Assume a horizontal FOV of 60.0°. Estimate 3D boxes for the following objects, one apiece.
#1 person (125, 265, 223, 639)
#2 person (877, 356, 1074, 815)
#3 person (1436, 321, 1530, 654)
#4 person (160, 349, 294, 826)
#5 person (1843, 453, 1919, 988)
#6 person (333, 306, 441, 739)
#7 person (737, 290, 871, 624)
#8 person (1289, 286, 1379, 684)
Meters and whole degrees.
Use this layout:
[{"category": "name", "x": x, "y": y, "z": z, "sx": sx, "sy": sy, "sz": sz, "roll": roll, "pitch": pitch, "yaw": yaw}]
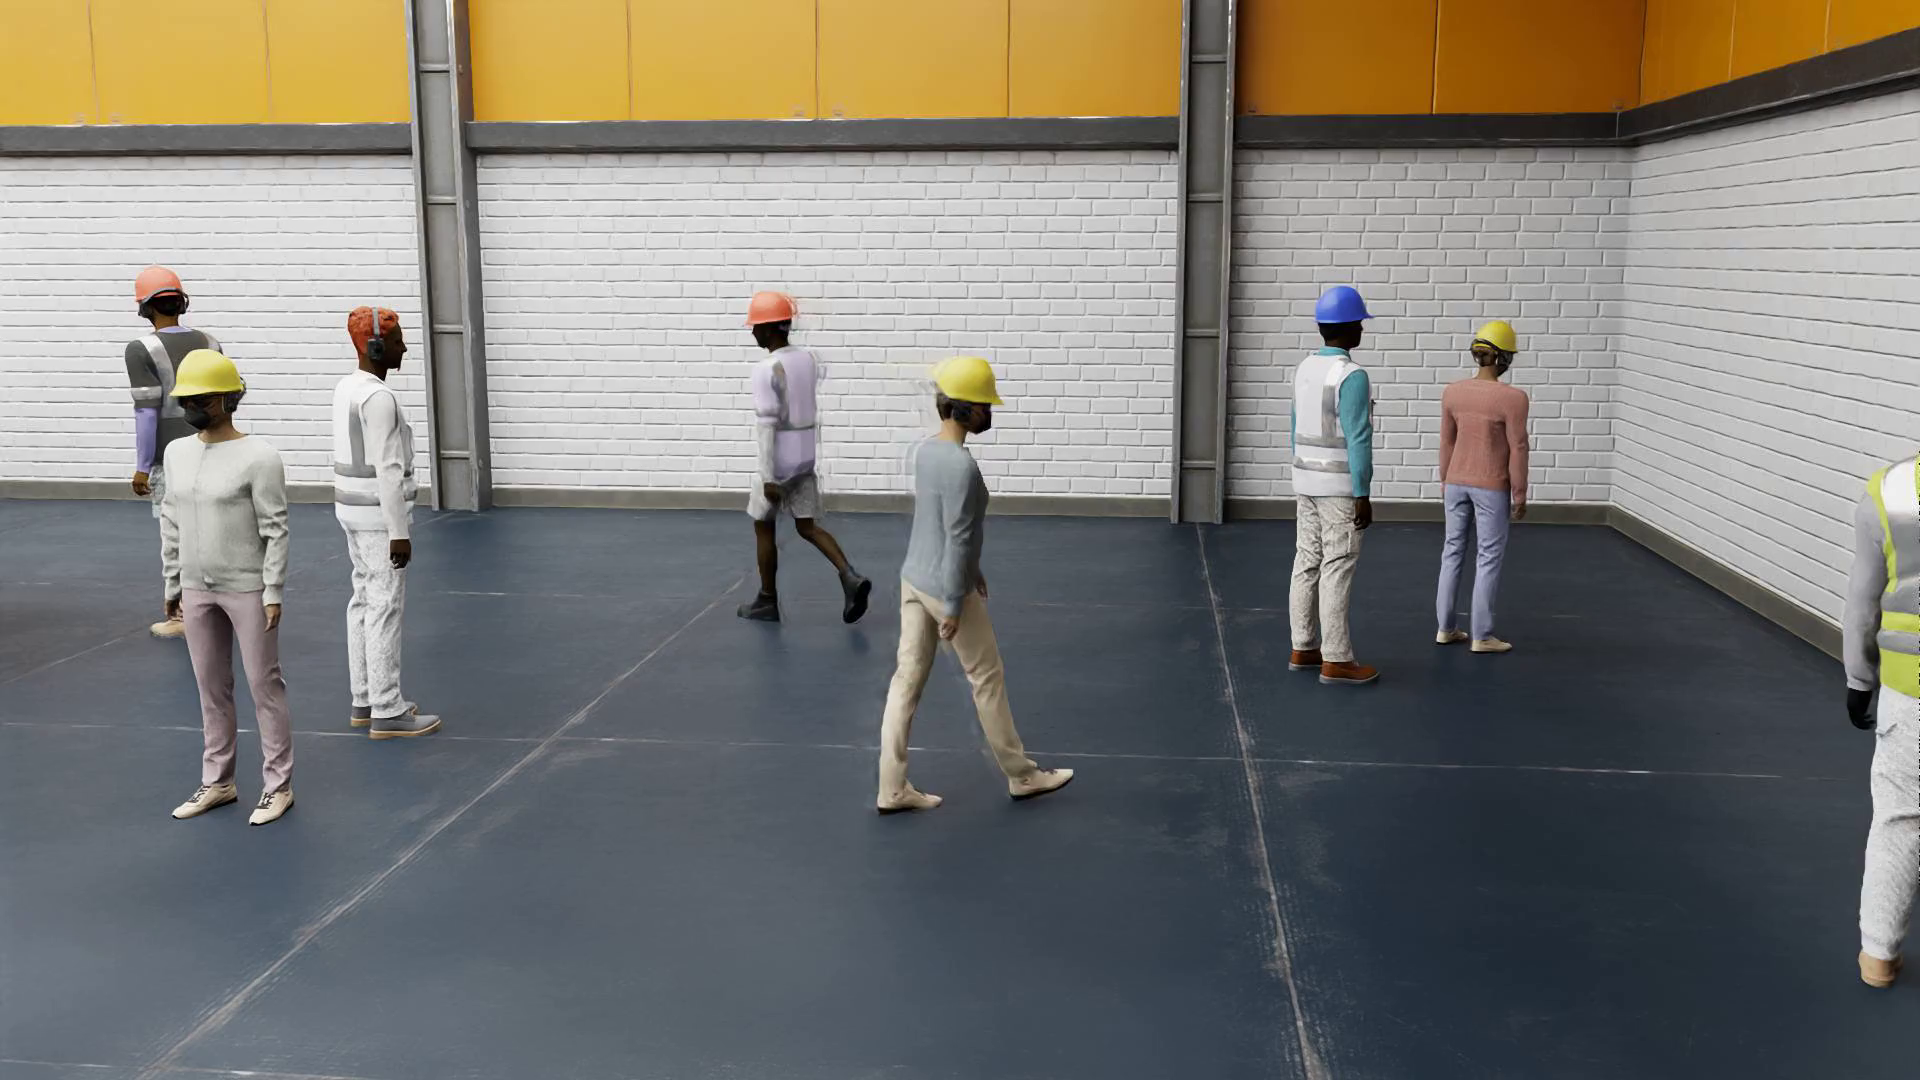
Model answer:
[{"category": "person", "x": -4.302, "y": -0.474, "z": 9.128, "sx": 0.394, "sy": 2.040, "sz": 0.609, "roll": 4, "pitch": 11, "yaw": 20}, {"category": "person", "x": 0.056, "y": 0.174, "z": 6.294, "sx": 0.853, "sy": 1.725, "sz": 0.522, "roll": -5, "pitch": 11, "yaw": -24}, {"category": "person", "x": 2.773, "y": -0.276, "z": 8.812, "sx": 0.345, "sy": 1.758, "sz": 0.531, "roll": -8, "pitch": 12, "yaw": -37}, {"category": "person", "x": -2.728, "y": 0.179, "z": 6.173, "sx": 0.525, "sy": 1.769, "sz": 0.310, "roll": 3, "pitch": 10, "yaw": 14}, {"category": "person", "x": 2.823, "y": 0.411, "z": 4.665, "sx": 0.635, "sy": 1.833, "sz": 0.430, "roll": 7, "pitch": 12, "yaw": 34}, {"category": "person", "x": -2.550, "y": -0.077, "z": 7.300, "sx": 0.337, "sy": 1.882, "sz": 0.585, "roll": -7, "pitch": 12, "yaw": -35}, {"category": "person", "x": -0.907, "y": -0.440, "z": 9.338, "sx": 0.831, "sy": 1.909, "sz": 0.555, "roll": 7, "pitch": 12, "yaw": 34}, {"category": "person", "x": 1.839, "y": -0.269, "z": 8.208, "sx": 0.381, "sy": 1.951, "sz": 0.605, "roll": -4, "pitch": 11, "yaw": -19}]
